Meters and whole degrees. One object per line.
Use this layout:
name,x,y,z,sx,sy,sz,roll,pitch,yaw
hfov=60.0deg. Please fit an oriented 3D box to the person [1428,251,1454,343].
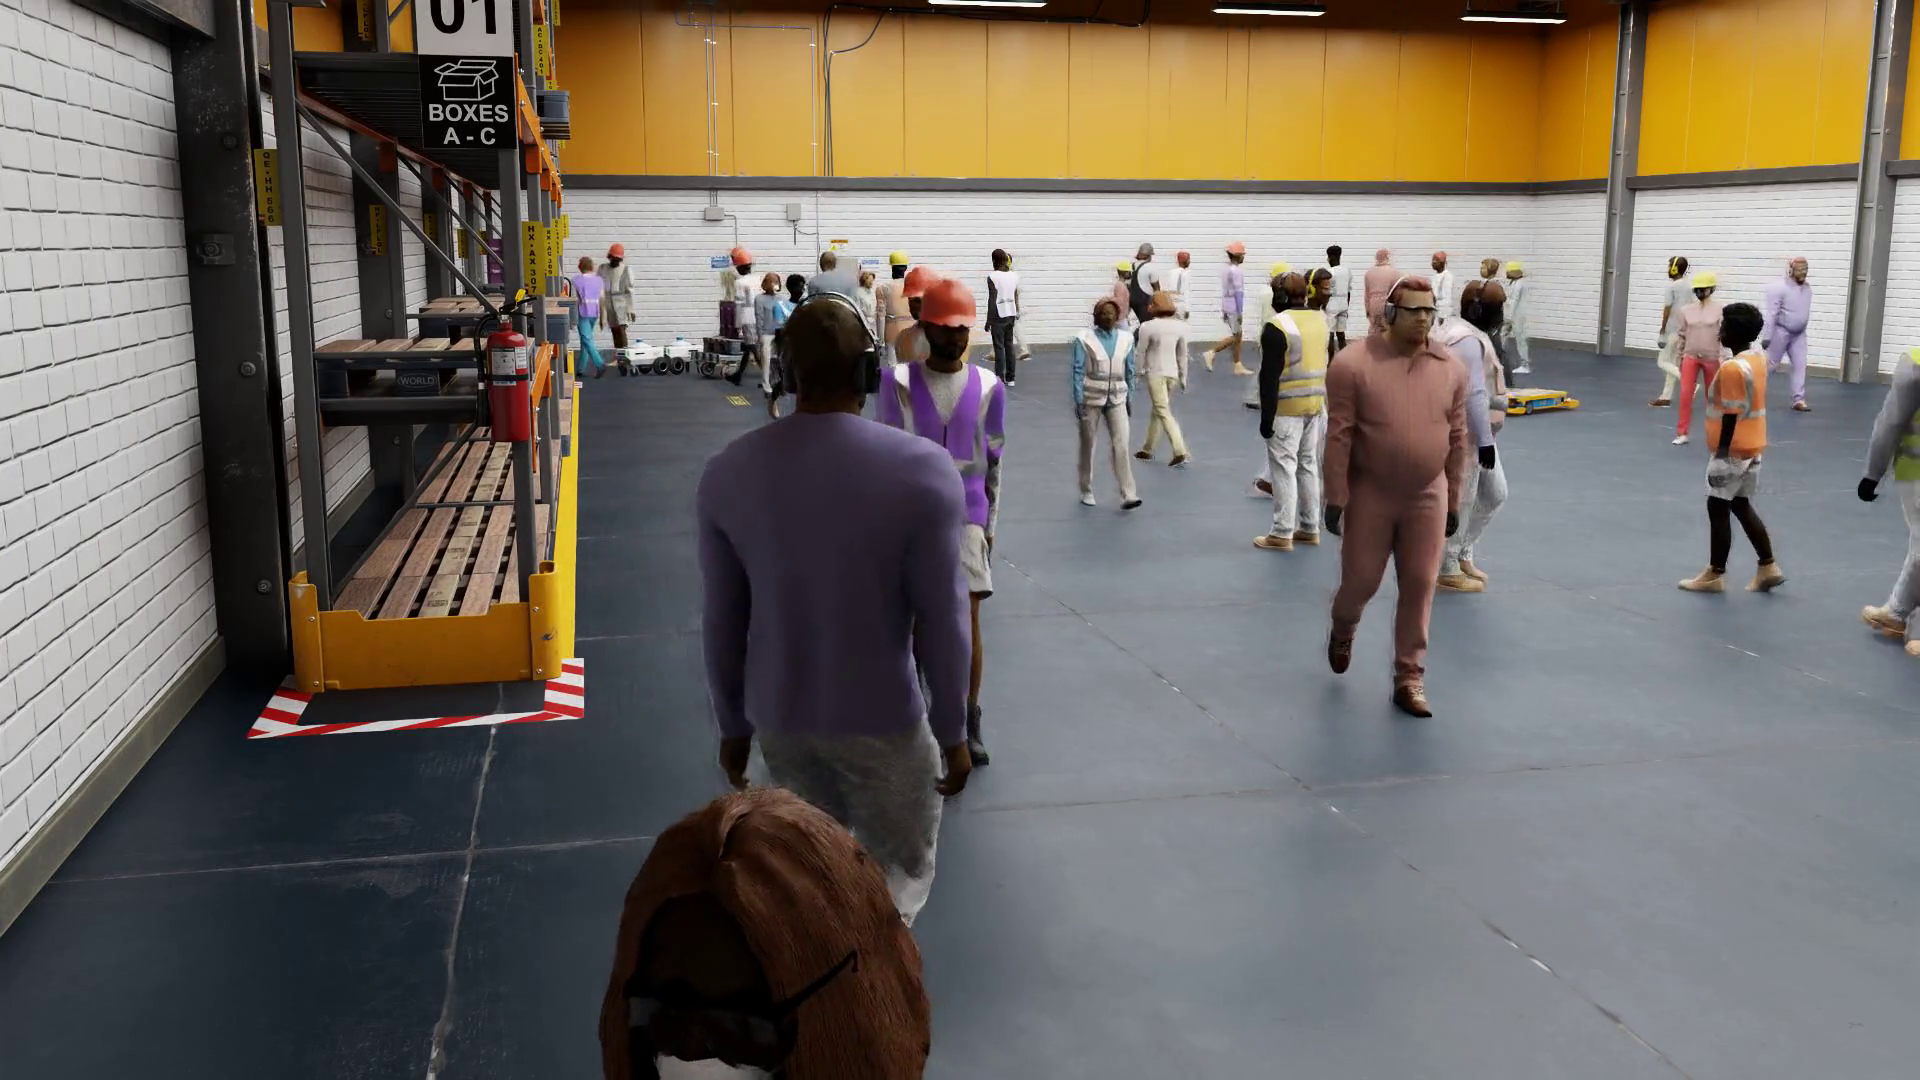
person,7.330,-3.448,25.290,0.474,1.866,0.590,-2,10,-12

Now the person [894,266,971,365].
person,-0.148,-0.690,9.968,0.540,1.900,0.996,6,12,28

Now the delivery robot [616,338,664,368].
delivery robot,-4.811,-2.787,25.006,0.477,0.478,0.707,9,14,42

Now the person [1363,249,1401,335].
person,6.763,-3.689,26.586,0.420,1.891,0.687,-9,14,-41

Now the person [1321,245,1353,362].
person,5.715,-3.515,25.401,0.603,1.962,0.368,-7,12,-34

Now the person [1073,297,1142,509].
person,1.115,-1.016,12.553,0.526,1.599,0.846,-3,11,-15

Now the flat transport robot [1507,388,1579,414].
flat transport robot,6.700,-1.666,19.844,1.431,0.197,0.652,-8,13,-38

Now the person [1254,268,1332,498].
person,2.710,-1.179,12.824,0.912,1.834,0.530,5,11,25

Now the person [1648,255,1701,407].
person,8.702,-2.516,20.165,0.534,1.856,0.632,-7,12,-33

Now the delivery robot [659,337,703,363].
delivery robot,-4.291,-2.879,25.515,0.477,0.478,0.707,9,14,42

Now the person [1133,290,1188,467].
person,1.839,-1.462,15.068,0.494,1.590,0.859,-7,12,-33

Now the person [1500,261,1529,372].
person,8.426,-3.430,25.645,0.842,1.709,0.492,0,10,2

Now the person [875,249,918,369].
person,-0.665,-2.250,18.481,0.588,1.930,0.364,-4,11,-22

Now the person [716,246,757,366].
person,-3.646,-3.794,27.024,1.034,1.948,0.612,-3,11,-16

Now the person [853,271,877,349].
person,-1.199,-2.866,22.778,0.780,1.605,0.525,4,11,21

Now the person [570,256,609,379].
person,-5.484,-3.291,24.651,0.877,1.816,0.590,9,14,41

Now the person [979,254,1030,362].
person,0.783,-3.899,27.951,0.997,1.816,0.534,-4,11,-20

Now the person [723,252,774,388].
person,-2.943,-3.040,23.010,1.007,1.871,0.559,7,13,36

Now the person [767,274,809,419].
person,-1.877,-2.115,18.430,0.536,1.674,0.708,-6,12,-32

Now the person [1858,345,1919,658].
person,4.727,-0.340,8.216,0.651,1.809,0.861,-3,11,-14

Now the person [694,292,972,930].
person,-0.296,0.412,3.741,0.642,1.927,0.647,4,11,20

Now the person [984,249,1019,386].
person,0.583,-3.087,23.164,0.392,1.914,0.587,9,13,40

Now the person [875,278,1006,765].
person,-0.088,-0.115,6.771,0.546,1.898,0.980,-1,10,-8

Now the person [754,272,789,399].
person,-2.389,-2.590,21.217,0.520,1.625,0.392,-9,13,-40

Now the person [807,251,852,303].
person,-1.748,-2.798,21.633,0.651,1.882,1.003,-8,13,-38

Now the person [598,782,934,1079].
person,-0.149,0.986,1.368,0.506,1.632,0.265,2,11,13

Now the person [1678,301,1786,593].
person,4.462,-0.507,9.542,0.421,1.715,0.556,9,14,41

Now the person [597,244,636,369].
person,-5.424,-3.672,26.271,0.674,1.964,0.901,3,11,16

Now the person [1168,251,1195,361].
person,3.608,-3.904,27.860,0.691,1.867,0.579,-5,11,-25

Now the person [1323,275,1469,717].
person,1.900,-0.215,7.300,0.659,1.888,0.687,-1,10,-5

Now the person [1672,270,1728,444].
person,7.489,-1.840,16.743,0.522,1.738,0.773,8,13,39

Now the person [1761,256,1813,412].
person,9.947,-2.501,20.108,0.696,1.858,0.921,-3,11,-16

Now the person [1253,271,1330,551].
person,2.181,-0.850,11.012,0.625,1.835,0.432,-9,14,-42

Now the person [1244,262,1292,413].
person,3.754,-2.352,19.459,0.919,1.783,0.612,5,11,24

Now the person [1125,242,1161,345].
person,3.109,-4.131,28.595,0.876,2.000,0.675,-6,12,-31

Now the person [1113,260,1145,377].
person,2.470,-3.236,24.484,0.869,1.721,0.551,0,10,0

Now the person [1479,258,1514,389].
person,6.939,-2.825,22.037,0.950,1.791,0.533,2,11,13

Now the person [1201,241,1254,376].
person,4.033,-3.458,24.907,0.759,2.028,0.619,-1,10,-4

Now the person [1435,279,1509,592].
person,2.953,-0.590,9.595,0.473,1.815,0.628,4,11,22
